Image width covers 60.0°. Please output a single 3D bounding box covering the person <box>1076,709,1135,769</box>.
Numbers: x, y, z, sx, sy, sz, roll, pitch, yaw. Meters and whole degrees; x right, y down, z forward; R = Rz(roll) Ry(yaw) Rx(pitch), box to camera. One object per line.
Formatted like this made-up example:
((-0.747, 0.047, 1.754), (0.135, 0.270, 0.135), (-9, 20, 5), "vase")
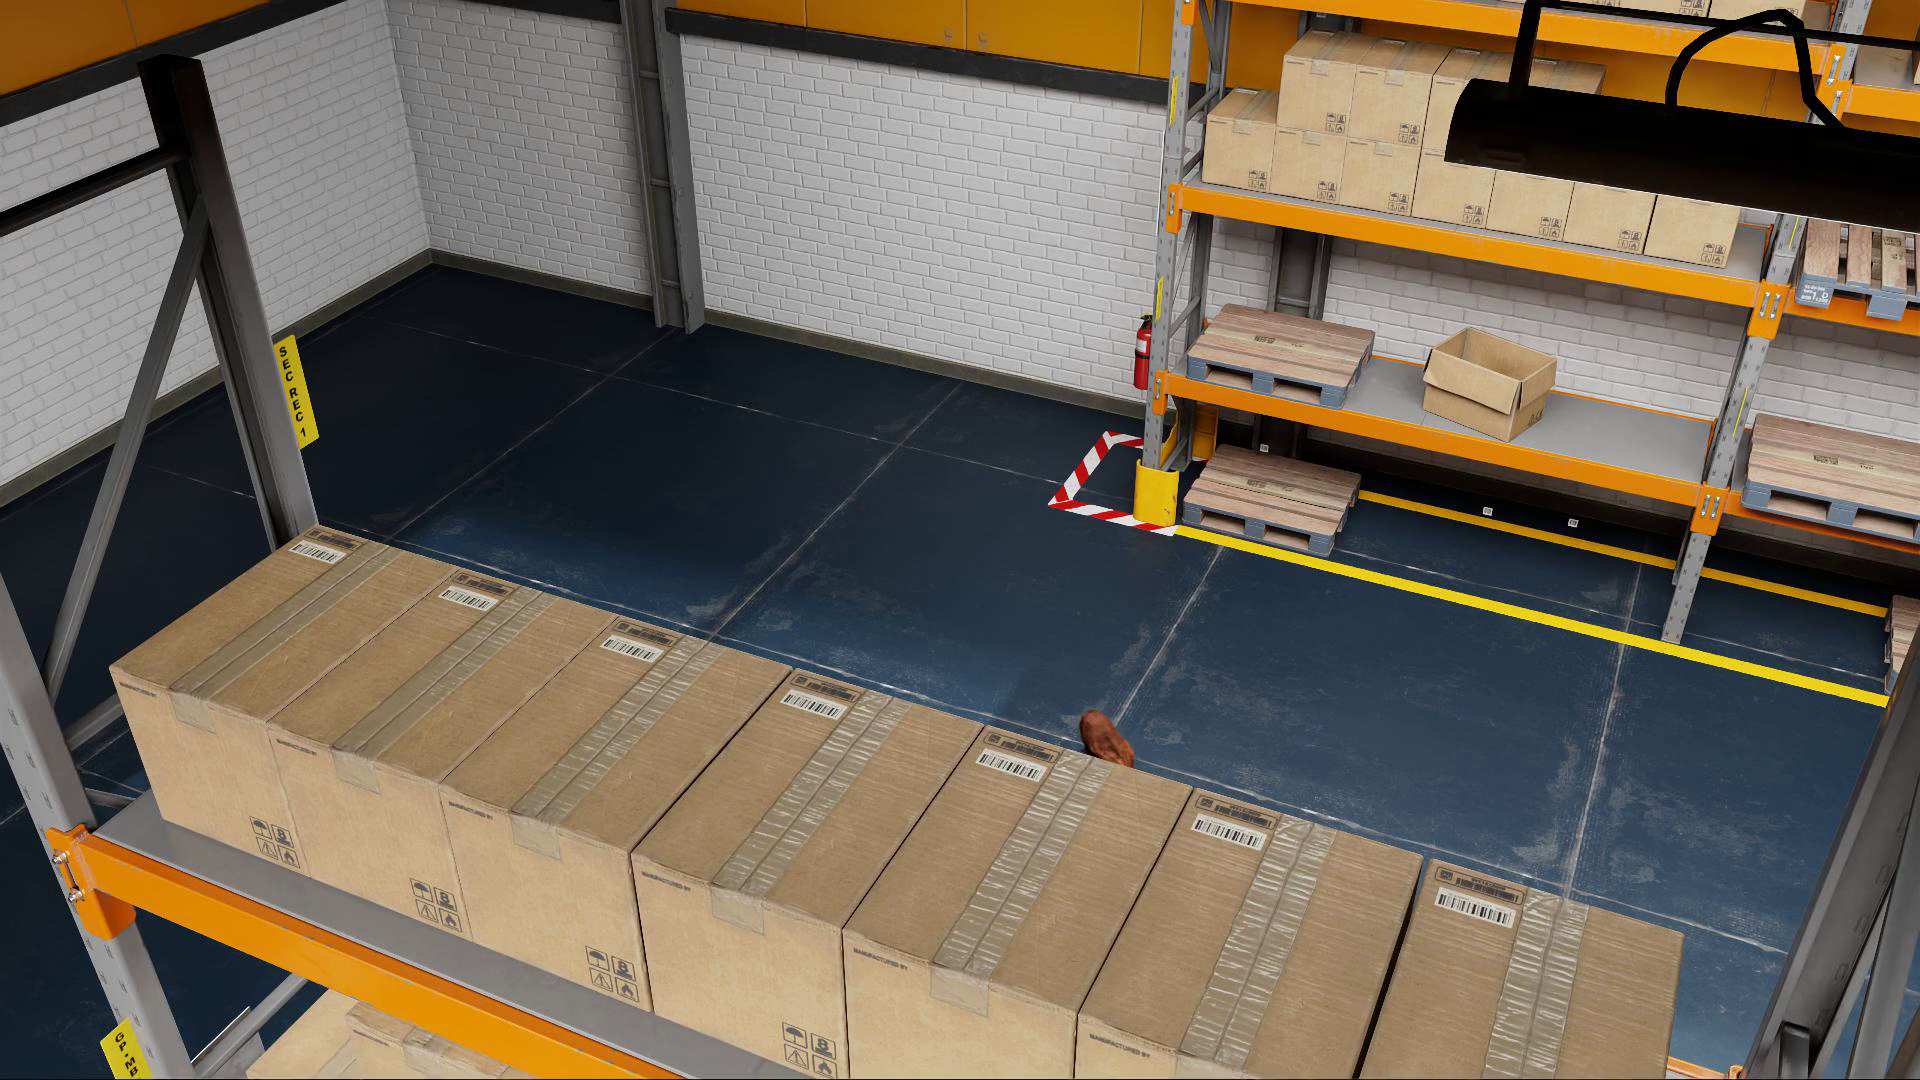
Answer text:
((0.758, 1.569, 9.385), (0.664, 1.500, 0.647), (27, 42, 34), "person")
